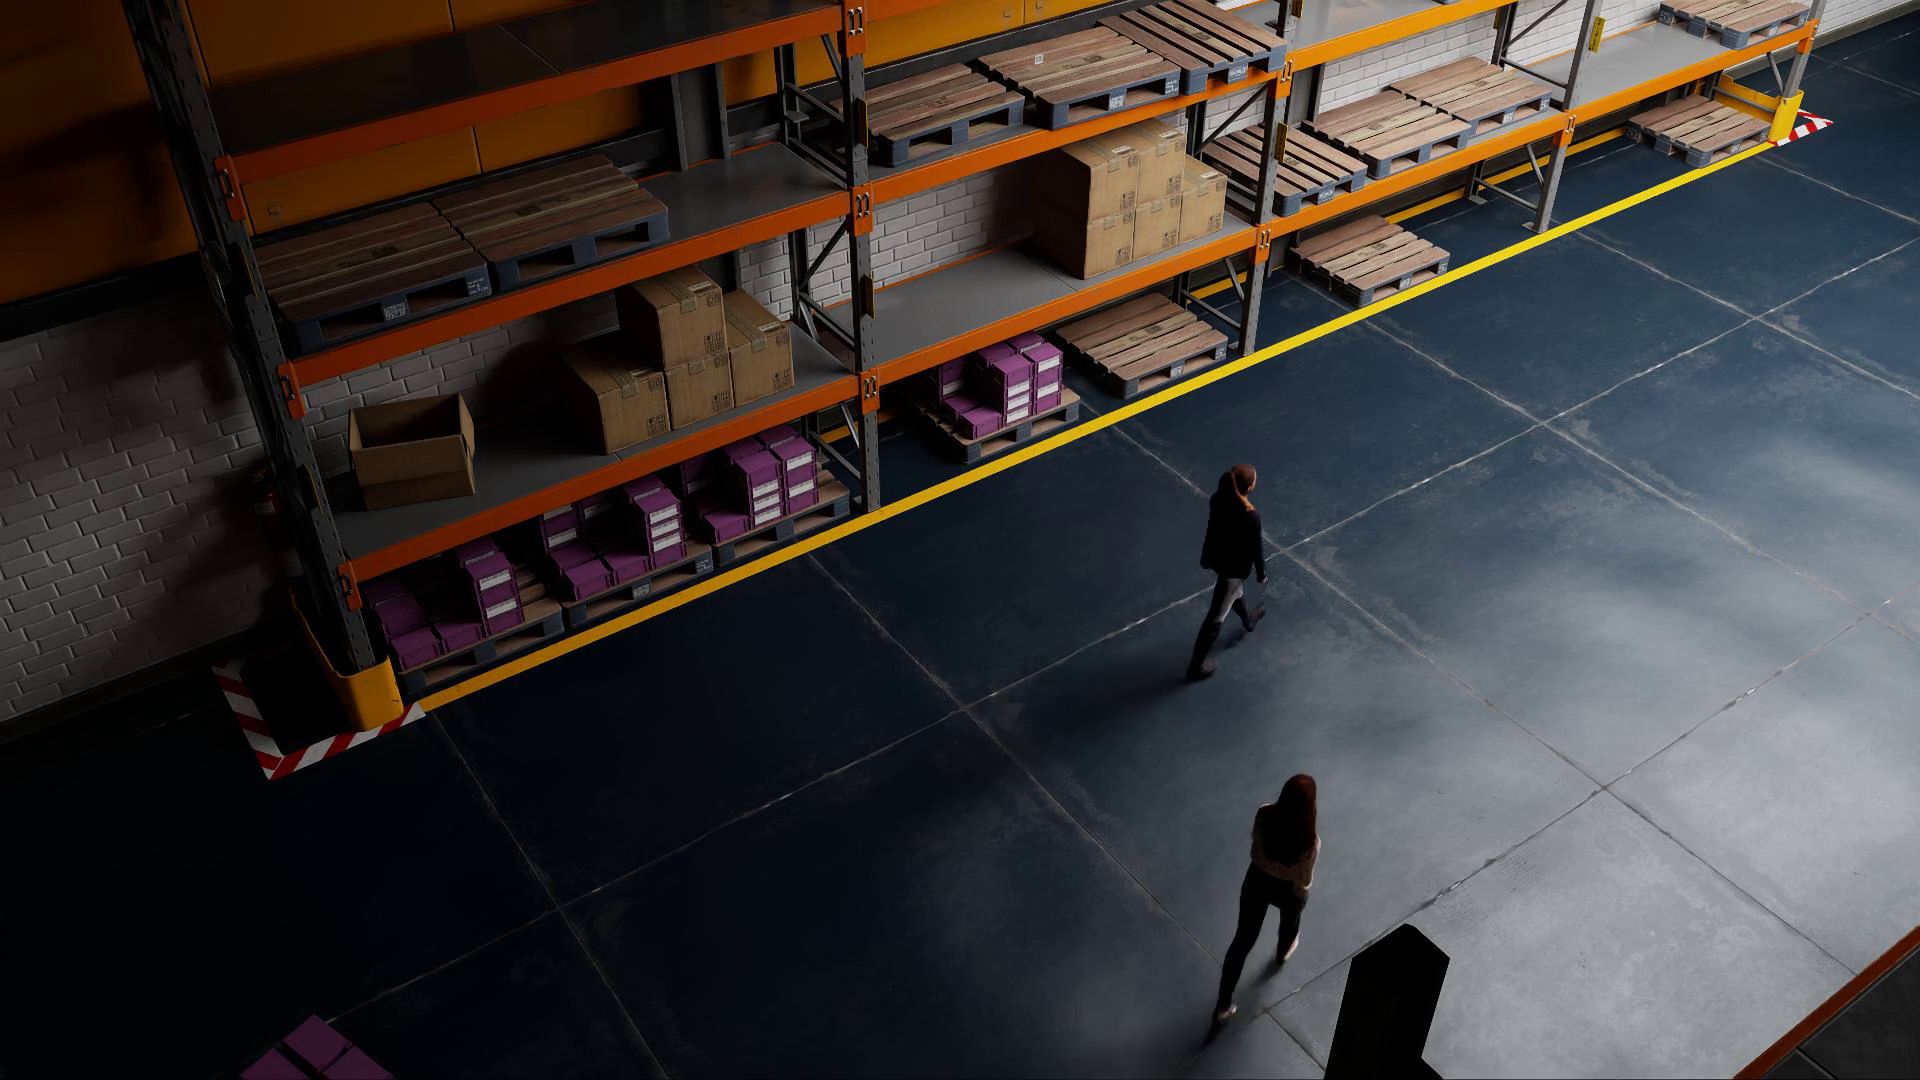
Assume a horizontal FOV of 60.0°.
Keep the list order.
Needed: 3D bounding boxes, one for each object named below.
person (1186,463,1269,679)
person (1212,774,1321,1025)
[{"bbox_3d":[1.743,0.247,11.207,1.071,1.693,0.576,-25,45,-28],"label":"person"},{"bbox_3d":[1.665,1.954,9.068,0.863,1.695,1.199,22,44,25],"label":"person"}]
